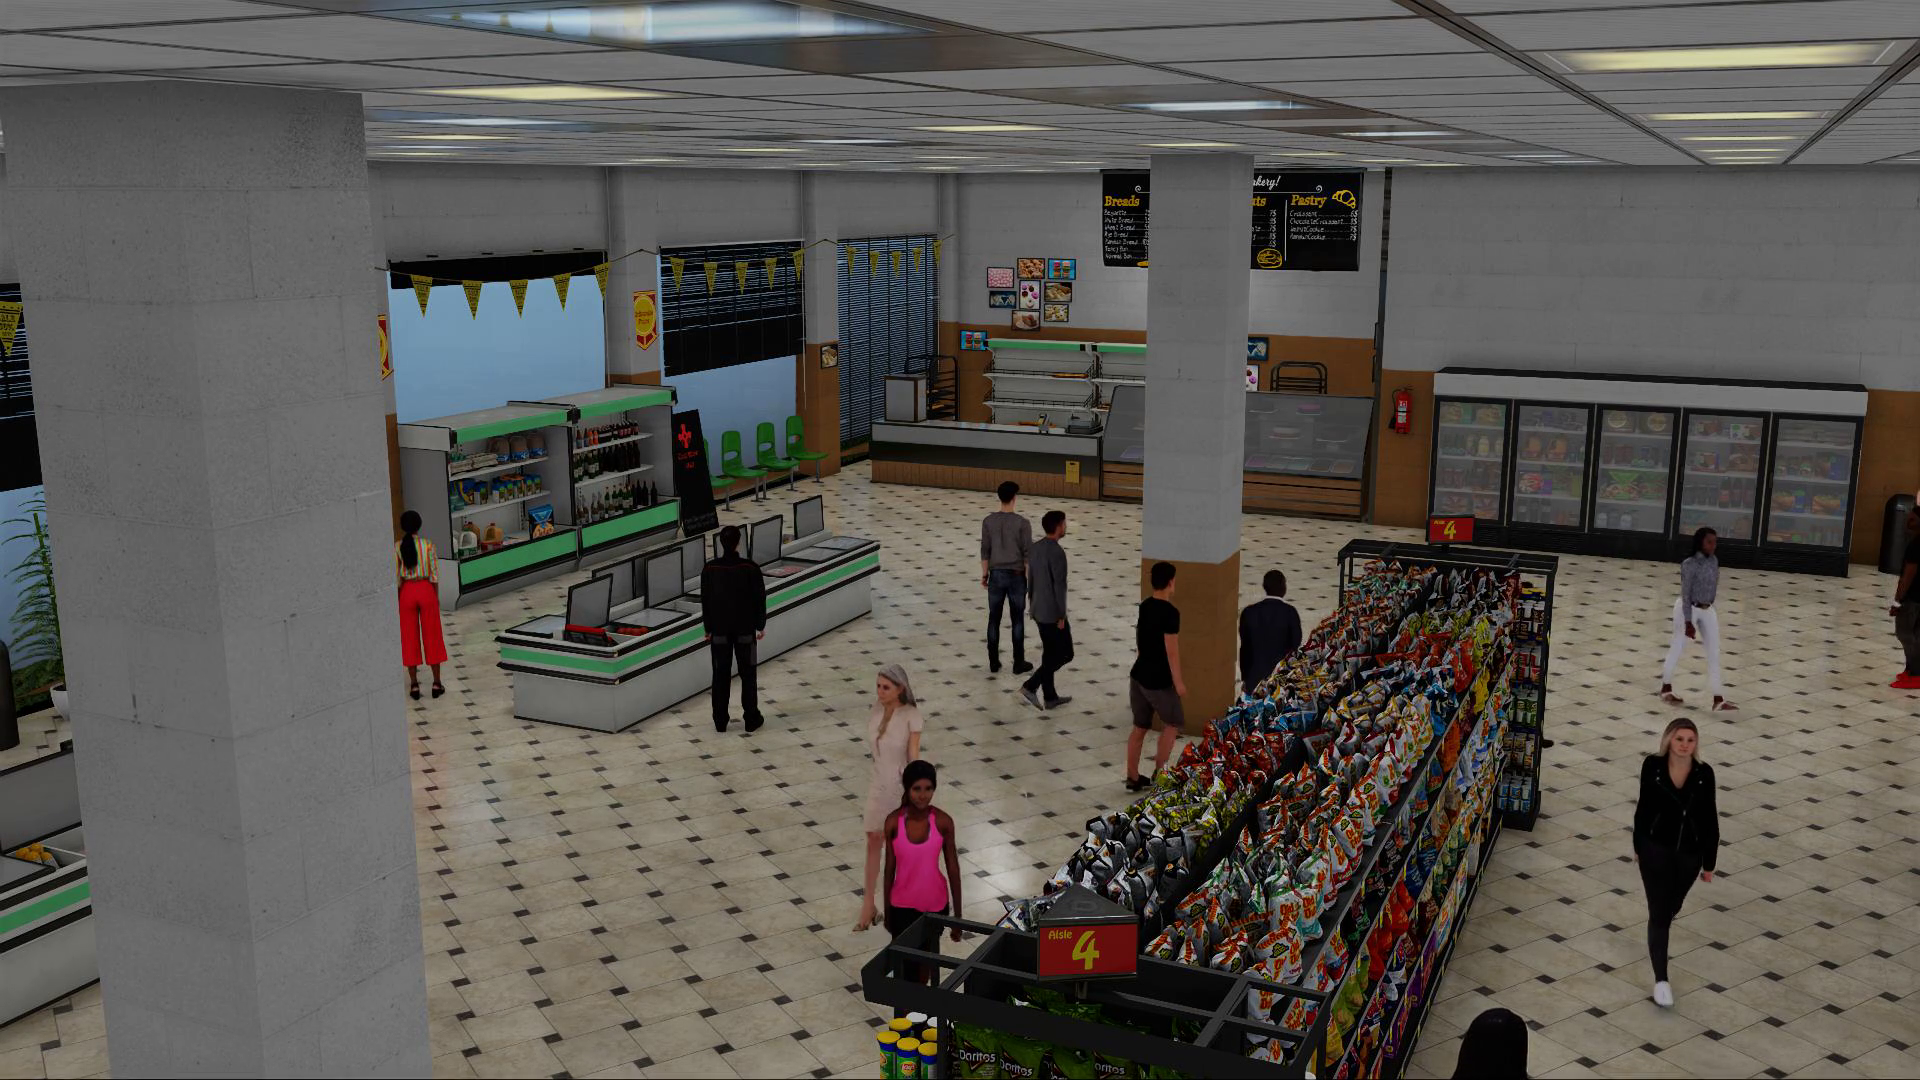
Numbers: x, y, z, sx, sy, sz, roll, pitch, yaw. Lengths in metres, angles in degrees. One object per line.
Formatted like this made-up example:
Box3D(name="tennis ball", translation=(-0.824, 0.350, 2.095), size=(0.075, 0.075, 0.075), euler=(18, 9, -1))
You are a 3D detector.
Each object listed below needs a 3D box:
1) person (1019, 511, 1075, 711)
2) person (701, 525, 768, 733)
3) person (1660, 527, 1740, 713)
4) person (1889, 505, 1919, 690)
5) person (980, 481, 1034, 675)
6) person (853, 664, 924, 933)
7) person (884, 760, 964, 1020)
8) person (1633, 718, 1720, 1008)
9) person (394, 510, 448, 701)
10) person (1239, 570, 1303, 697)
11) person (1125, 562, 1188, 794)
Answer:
Box3D(name="person", translation=(0.756, 0.670, 15.057), size=(1.052, 1.856, 0.966), euler=(-7, 14, -29))
Box3D(name="person", translation=(-1.995, 0.776, 14.598), size=(0.802, 1.839, 0.749), euler=(0, 12, 0))
Box3D(name="person", translation=(6.678, 0.711, 15.277), size=(1.030, 1.685, 1.109), euler=(-4, 12, -17))
Box3D(name="person", translation=(9.153, 0.526, 15.913), size=(0.705, 1.786, 0.917), euler=(-6, 13, -26))
Box3D(name="person", translation=(0.461, 0.368, 16.378), size=(0.727, 1.903, 0.620), euler=(4, 12, 17))
Box3D(name="person", translation=(-0.352, 1.645, 10.837), size=(0.685, 1.688, 1.187), euler=(8, 14, 32))
Box3D(name="person", translation=(-0.226, 2.014, 9.140), size=(0.978, 1.666, 1.225), euler=(-1, 12, -6))
Box3D(name="person", translation=(4.235, 1.858, 9.931), size=(0.714, 1.643, 1.198), euler=(4, 12, 16))
Box3D(name="person", translation=(-5.067, 0.601, 15.541), size=(0.687, 1.792, 0.722), euler=(-3, 12, -13))
Box3D(name="person", translation=(2.403, 1.148, 12.915), size=(0.843, 1.804, 1.027), euler=(10, 15, 39))
Box3D(name="person", translation=(1.443, 1.108, 13.036), size=(0.940, 1.833, 0.882), euler=(-5, 13, -24))
